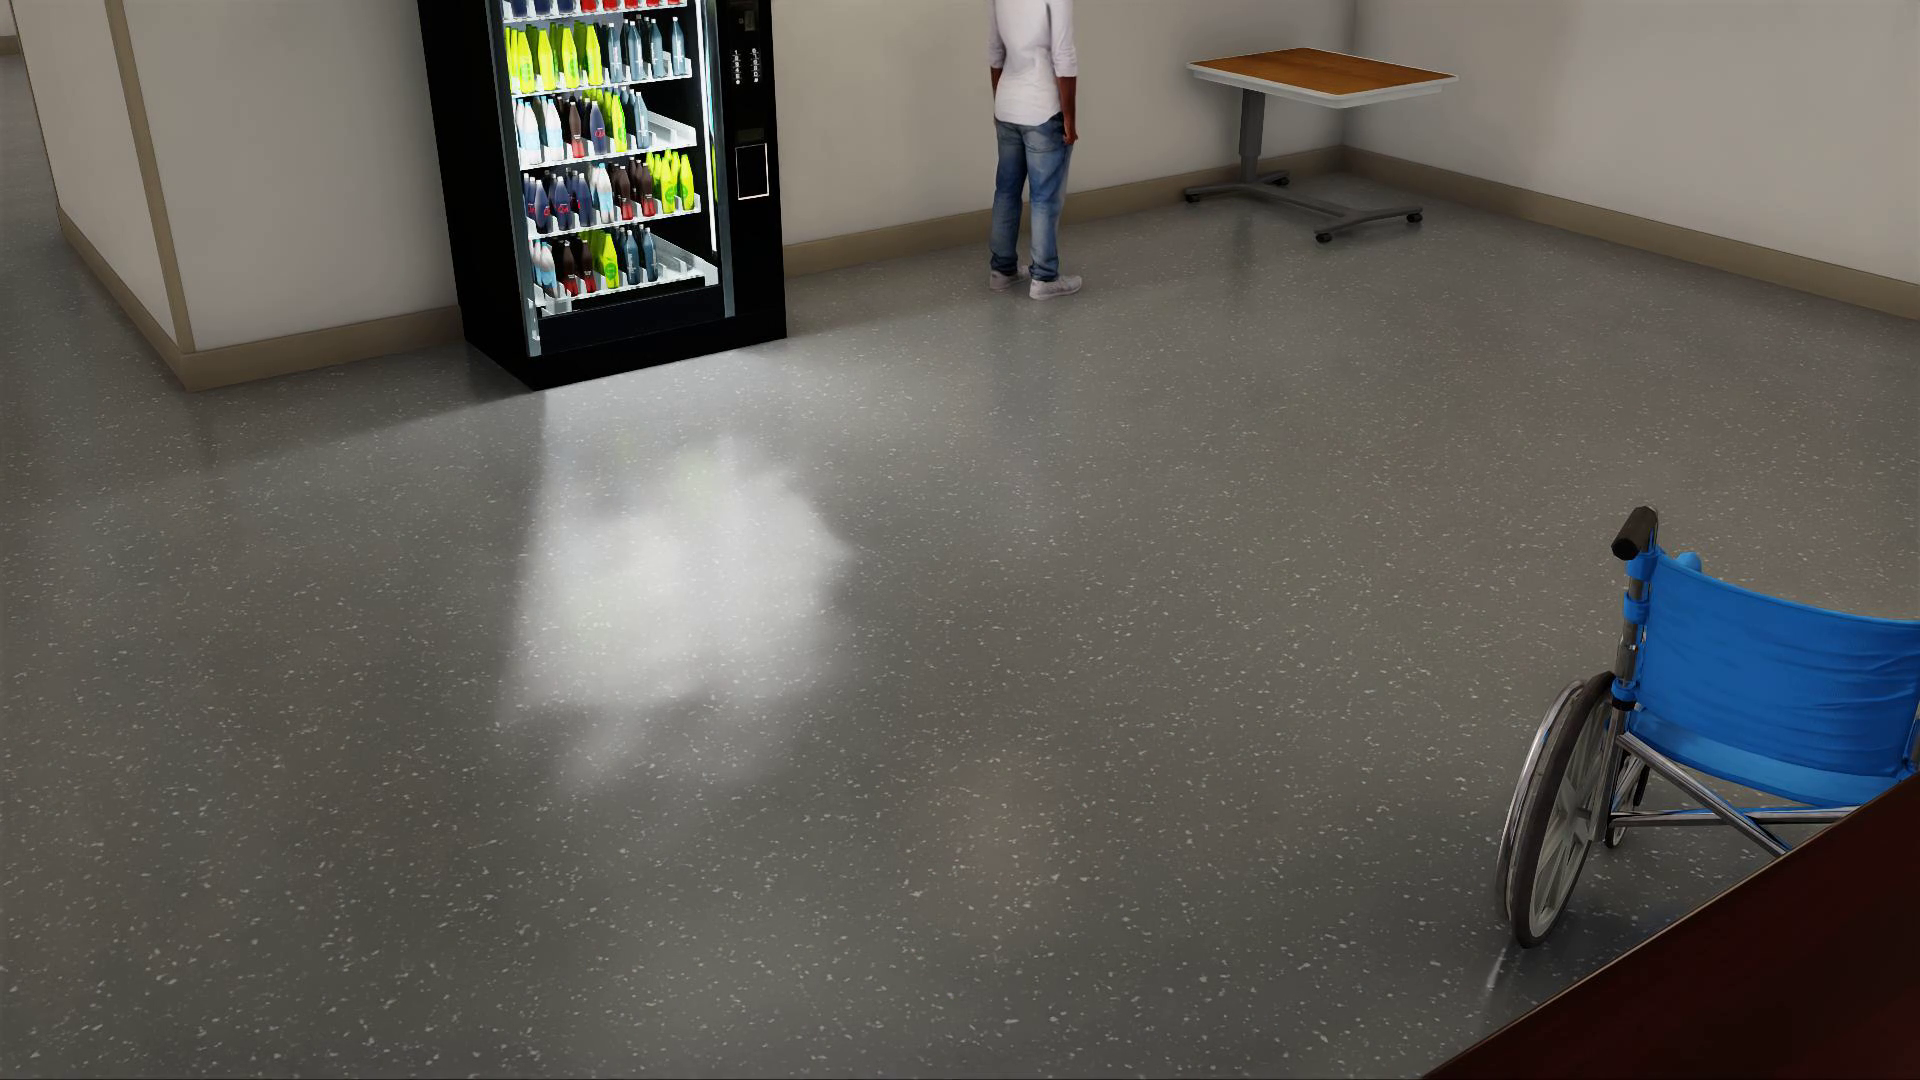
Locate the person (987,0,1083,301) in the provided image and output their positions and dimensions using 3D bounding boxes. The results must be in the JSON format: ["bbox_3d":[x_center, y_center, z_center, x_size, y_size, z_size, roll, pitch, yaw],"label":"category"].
[{"bbox_3d":[0.335,-2.071,7.889,0.690,1.814,0.638,22,33,37],"label":"person"}]
